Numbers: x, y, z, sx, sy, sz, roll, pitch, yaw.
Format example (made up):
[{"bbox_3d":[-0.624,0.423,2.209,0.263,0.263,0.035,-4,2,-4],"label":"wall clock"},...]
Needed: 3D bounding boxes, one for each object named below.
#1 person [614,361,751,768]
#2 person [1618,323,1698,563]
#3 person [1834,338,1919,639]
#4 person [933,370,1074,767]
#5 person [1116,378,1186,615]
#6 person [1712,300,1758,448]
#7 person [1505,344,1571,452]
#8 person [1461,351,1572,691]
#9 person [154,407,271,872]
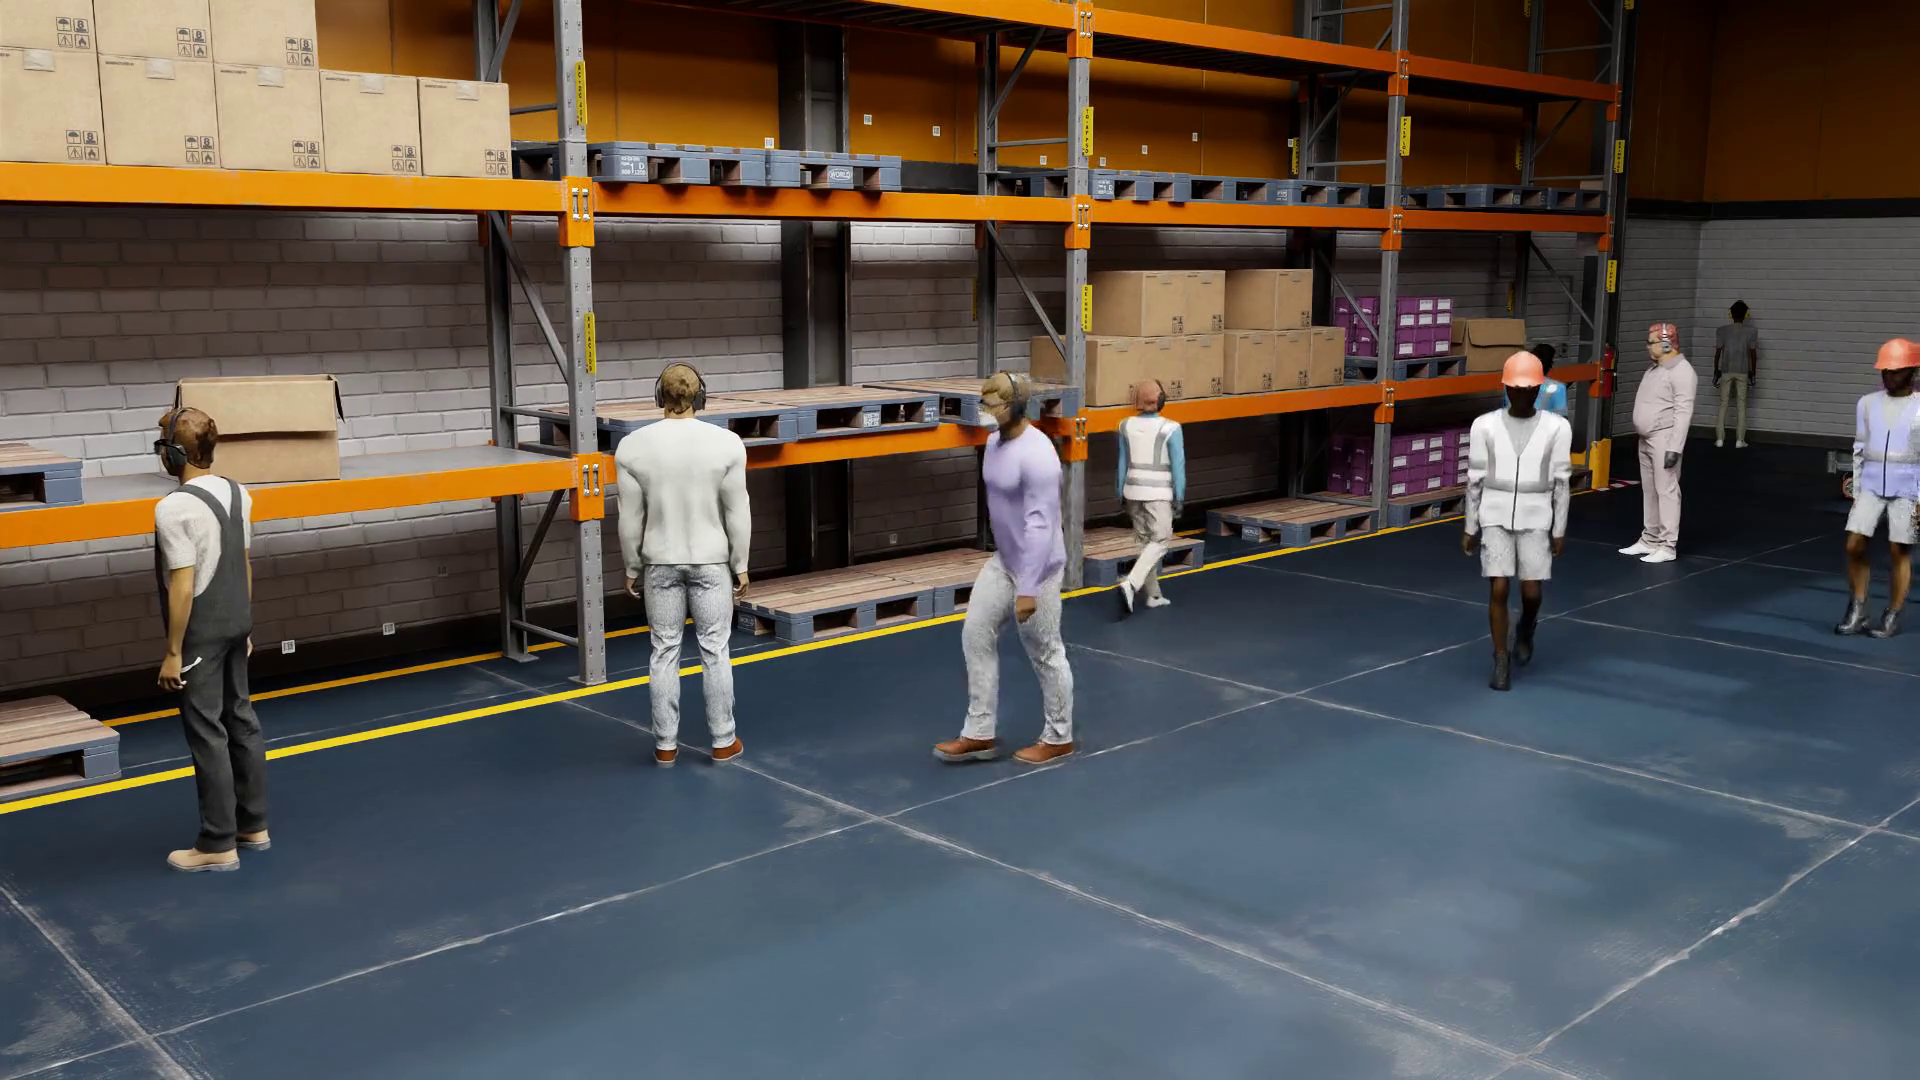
[{"bbox_3d":[-1.302,0.126,7.902,0.627,1.940,0.371,0,10,-3],"label":"person"},{"bbox_3d":[5.566,-0.772,13.270,0.405,1.903,0.636,0,10,-1],"label":"person"},{"bbox_3d":[5.848,-0.302,10.487,0.577,1.919,0.544,-8,13,-39],"label":"person"},{"bbox_3d":[0.215,0.164,7.765,0.832,1.901,0.650,-4,11,-23],"label":"person"},{"bbox_3d":[1.259,-0.285,11.255,0.521,1.615,0.674,8,13,40],"label":"person"},{"bbox_3d":[9.857,-2.107,21.161,0.515,1.876,0.328,5,11,29],"label":"person"},{"bbox_3d":[5.080,-0.873,14.512,0.782,1.661,0.554,-8,13,-41],"label":"person"},{"bbox_3d":[3.145,-0.119,9.420,0.567,1.917,0.609,4,10,21],"label":"person"},{"bbox_3d":[-2.992,0.394,6.604,0.332,1.844,0.517,2,10,9],"label":"person"}]
